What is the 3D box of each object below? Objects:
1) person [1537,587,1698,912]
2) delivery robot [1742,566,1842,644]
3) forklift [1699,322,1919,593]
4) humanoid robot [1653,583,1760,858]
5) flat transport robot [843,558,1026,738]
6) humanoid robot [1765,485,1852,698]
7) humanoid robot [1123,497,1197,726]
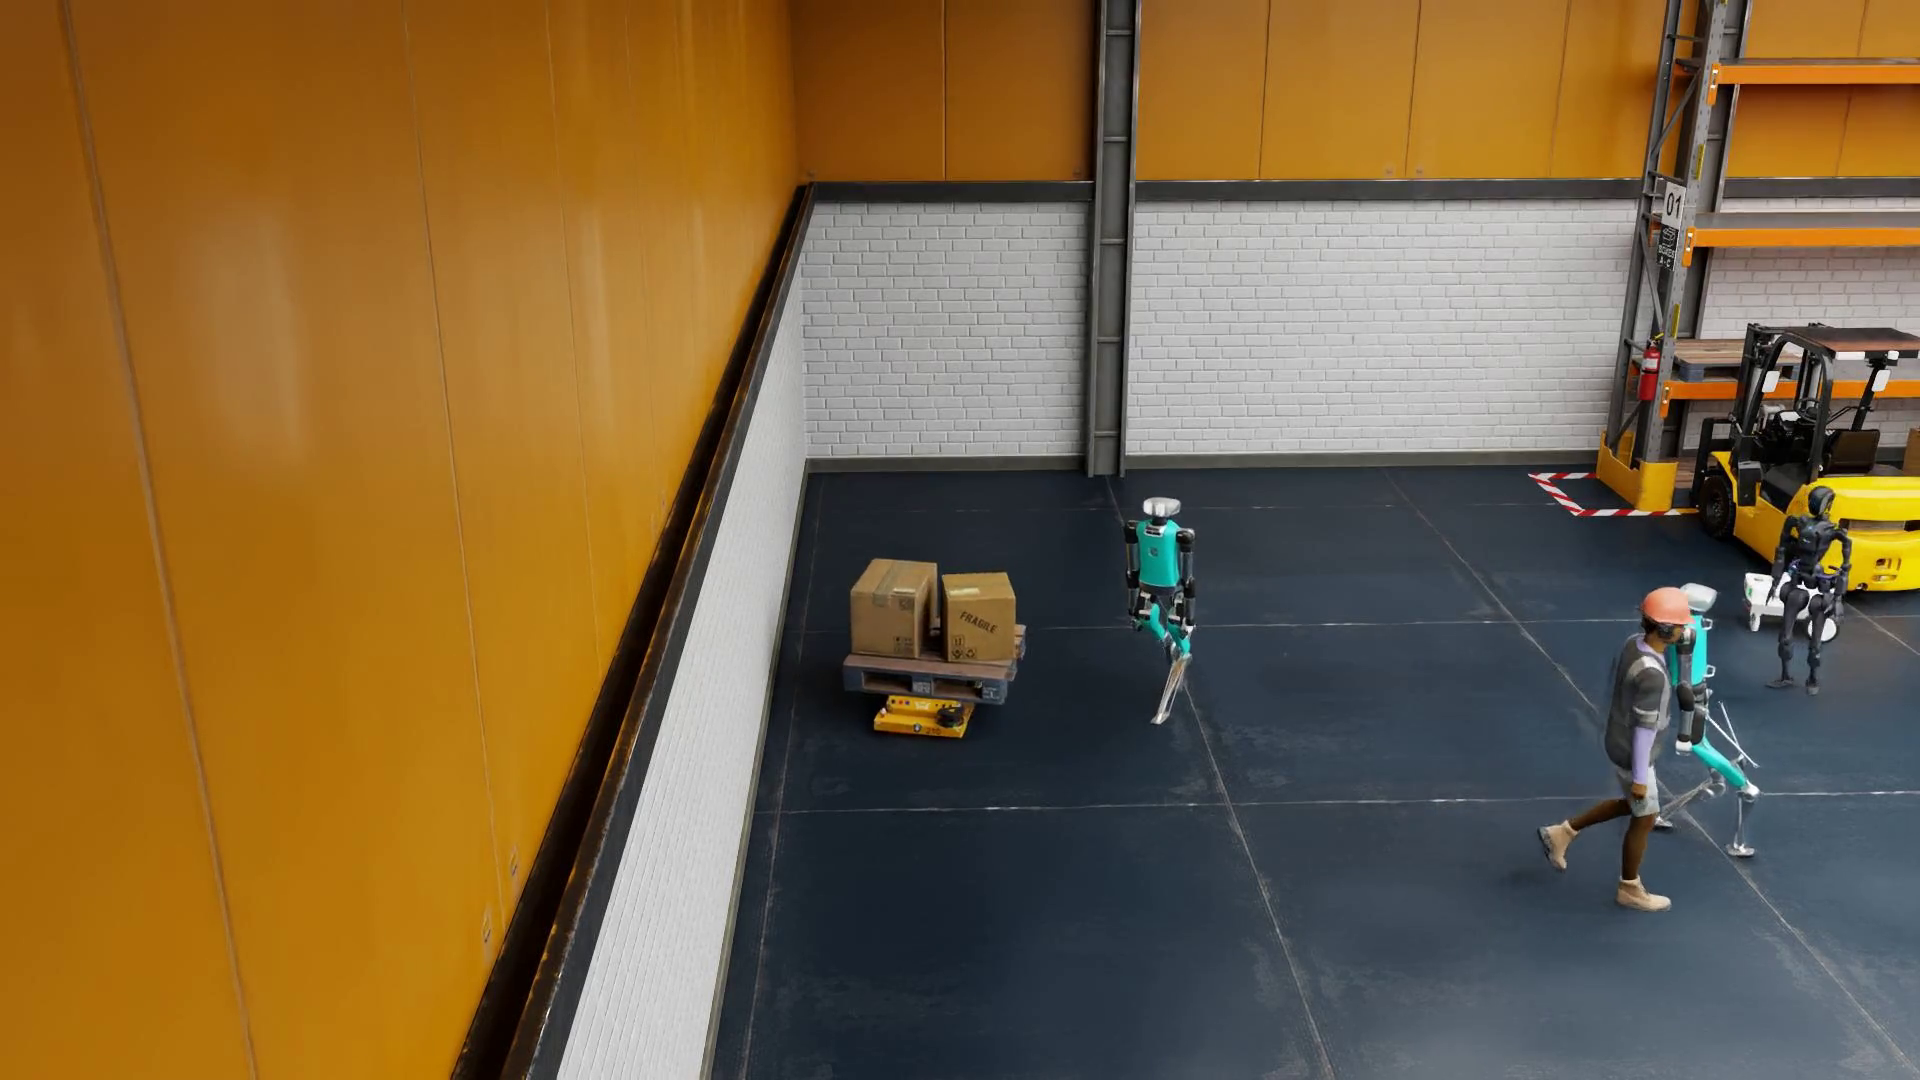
[{"bbox_3d":[3.893,1.215,9.747,0.694,2.019,0.636,5,21,14],"label":"person"},{"bbox_3d":[6.894,0.511,13.756,0.768,0.597,0.501,7,21,18],"label":"delivery robot"},{"bbox_3d":[7.809,-0.792,14.926,1.214,2.155,2.313,-1,20,-2],"label":"forklift"},{"bbox_3d":[4.780,1.167,10.324,0.907,1.773,0.549,10,22,25],"label":"humanoid robot"},{"bbox_3d":[-0.169,1.086,12.609,0.659,0.231,1.431,4,21,11],"label":"flat transport robot"},{"bbox_3d":[6.404,0.371,12.516,0.374,1.649,0.601,-14,25,-34],"label":"humanoid robot"},{"bbox_3d":[1.582,0.462,12.235,0.546,1.804,0.919,11,23,28],"label":"humanoid robot"}]
